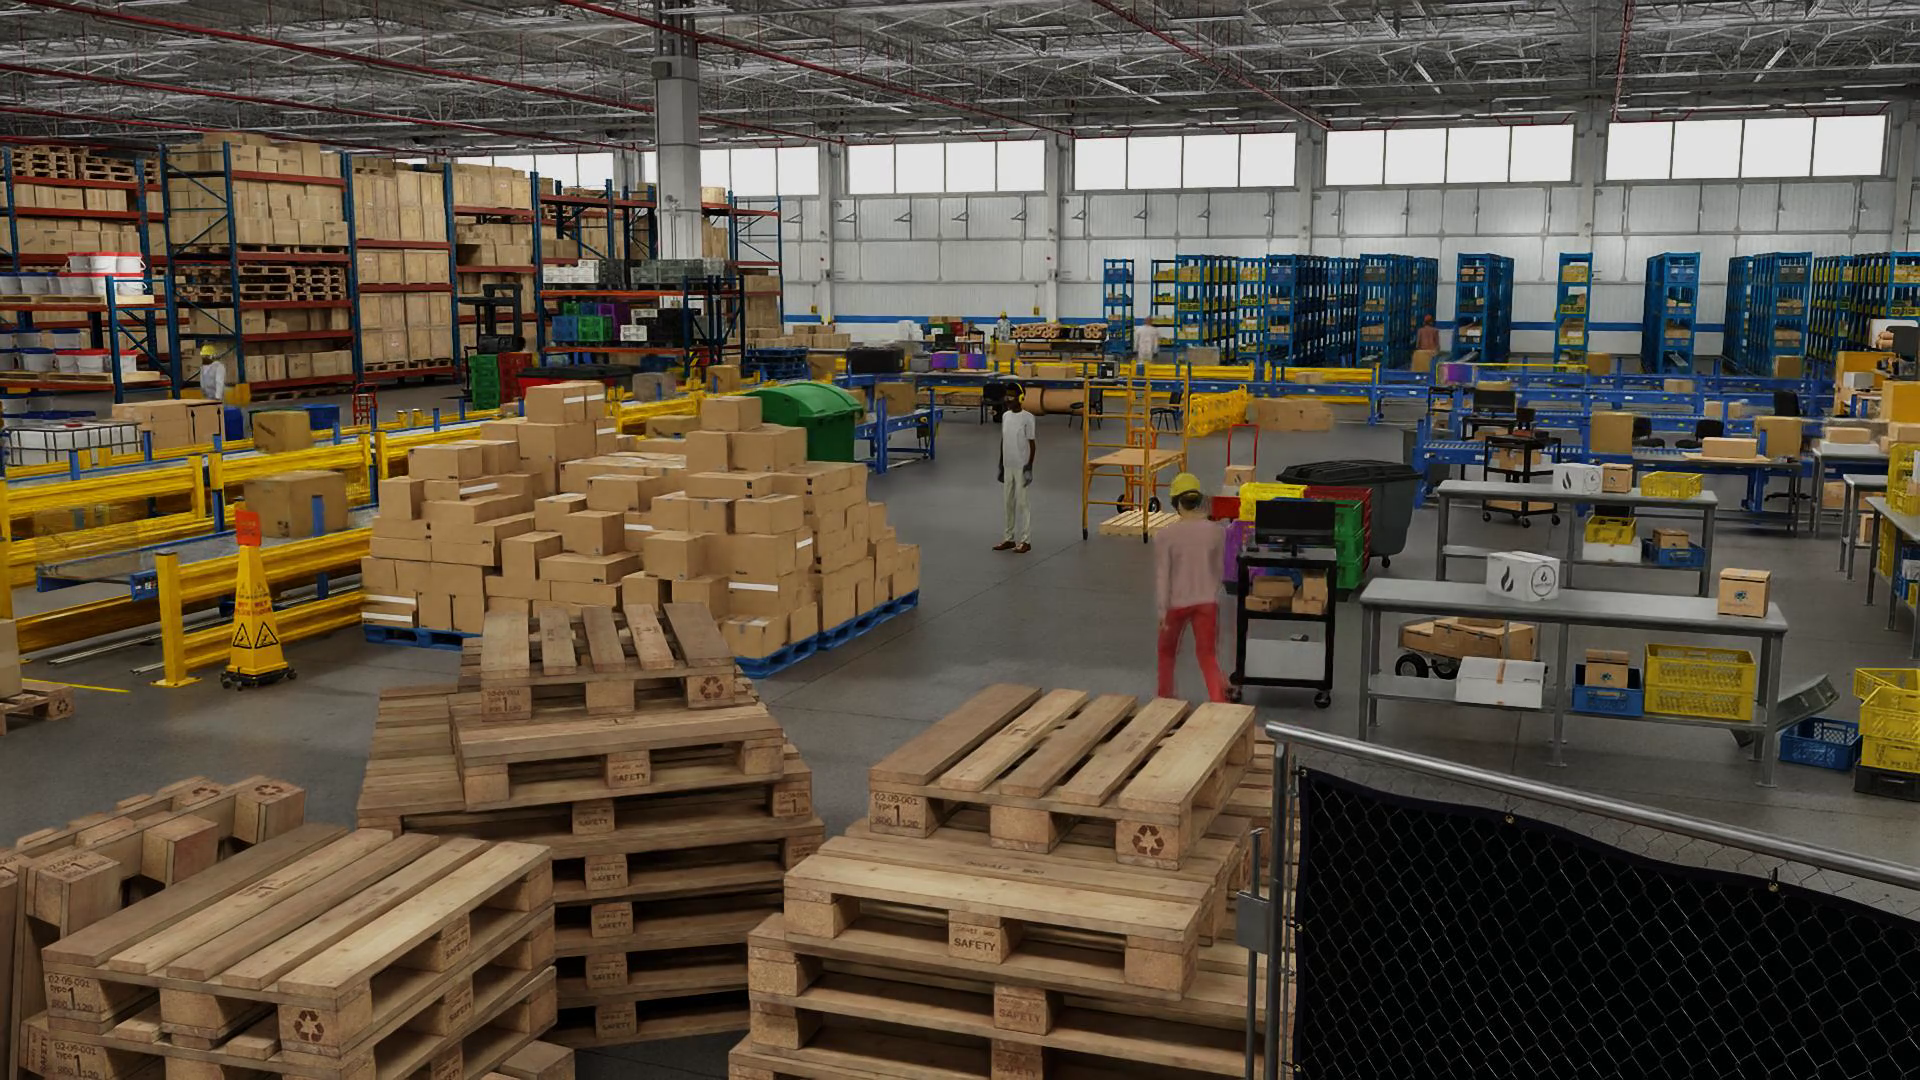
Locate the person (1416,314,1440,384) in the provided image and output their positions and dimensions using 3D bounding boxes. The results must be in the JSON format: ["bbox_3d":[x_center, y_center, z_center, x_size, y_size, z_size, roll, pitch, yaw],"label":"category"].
[{"bbox_3d":[12.775,-5.181,45.428,0.649,1.979,0.489,3,9,16],"label":"person"}]

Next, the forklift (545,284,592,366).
[{"bbox_3d":[-11.012,-5.921,47.267,1.129,2.768,1.873,3,10,20],"label":"forklift"}]

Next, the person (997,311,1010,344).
[{"bbox_3d":[1.599,-7.504,60.799,0.480,1.733,0.336,-1,9,-7],"label":"person"}]

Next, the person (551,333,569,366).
[{"bbox_3d":[-10.326,-4.575,42.886,0.517,1.591,0.853,7,12,38],"label":"person"}]

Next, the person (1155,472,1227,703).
[{"bbox_3d":[1.545,0.416,11.064,0.510,1.727,0.846,-2,9,-14],"label":"person"}]

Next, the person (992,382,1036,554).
[{"bbox_3d":[0.601,-0.786,18.186,0.328,1.872,0.514,-9,13,-43],"label":"person"}]

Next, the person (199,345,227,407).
[{"bbox_3d":[-13.313,-2.589,29.756,0.587,1.803,0.892,4,10,26],"label":"person"}]

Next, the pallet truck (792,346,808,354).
[{"bbox_3d":[-3.705,-4.298,42.022,0.653,1.274,1.630,3,10,20],"label":"pallet truck"}]

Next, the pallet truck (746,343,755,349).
[{"bbox_3d":[-6.183,-4.618,44.264,1.601,1.201,0.680,-9,12,-43],"label":"pallet truck"}]

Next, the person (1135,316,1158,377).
[{"bbox_3d":[5.246,-5.345,46.803,0.653,1.877,0.495,0,9,2],"label":"person"}]

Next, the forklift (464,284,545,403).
[{"bbox_3d":[-10.832,-4.702,39.610,1.129,2.768,1.873,3,10,20],"label":"forklift"}]

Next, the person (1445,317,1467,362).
[{"bbox_3d":[15.086,-5.942,50.773,0.686,1.805,0.609,2,9,12],"label":"person"}]

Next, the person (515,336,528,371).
[{"bbox_3d":[-9.692,-3.646,36.710,0.413,1.681,0.561,-5,10,-30],"label":"person"}]
